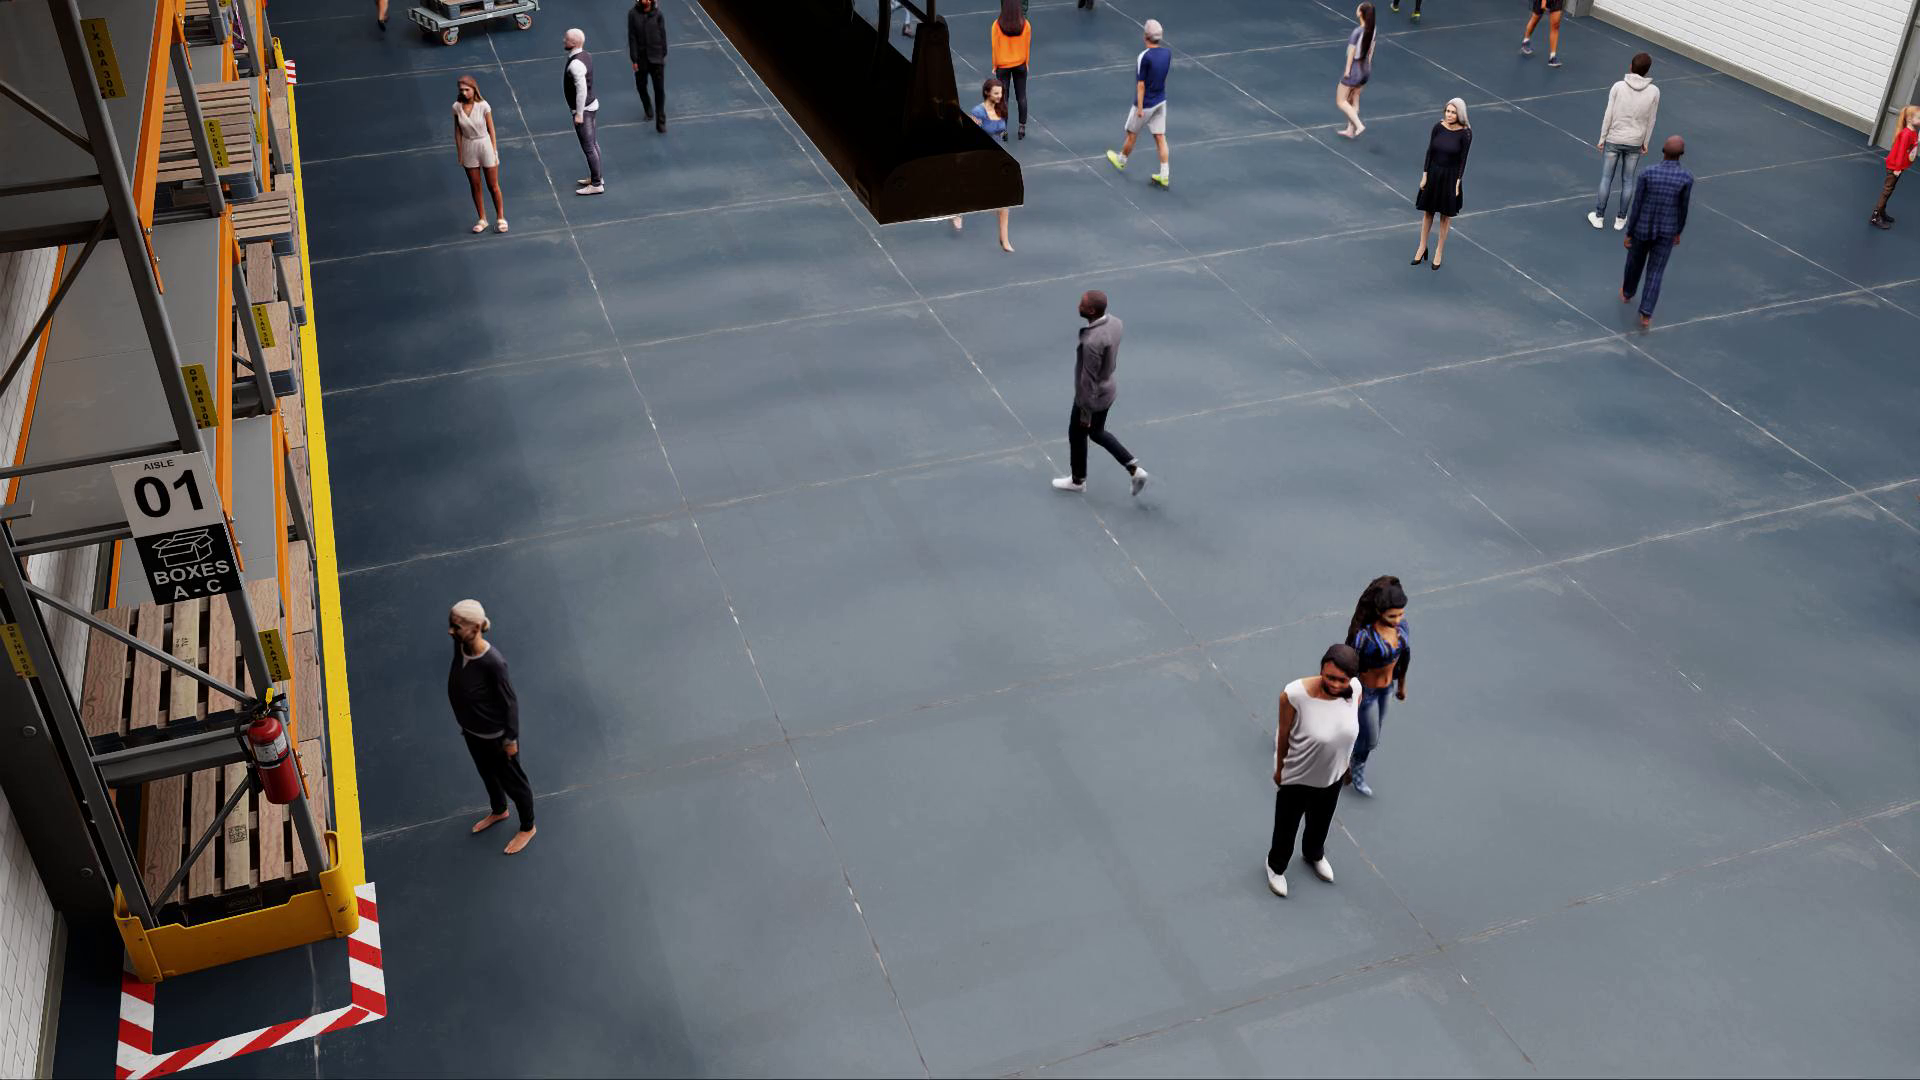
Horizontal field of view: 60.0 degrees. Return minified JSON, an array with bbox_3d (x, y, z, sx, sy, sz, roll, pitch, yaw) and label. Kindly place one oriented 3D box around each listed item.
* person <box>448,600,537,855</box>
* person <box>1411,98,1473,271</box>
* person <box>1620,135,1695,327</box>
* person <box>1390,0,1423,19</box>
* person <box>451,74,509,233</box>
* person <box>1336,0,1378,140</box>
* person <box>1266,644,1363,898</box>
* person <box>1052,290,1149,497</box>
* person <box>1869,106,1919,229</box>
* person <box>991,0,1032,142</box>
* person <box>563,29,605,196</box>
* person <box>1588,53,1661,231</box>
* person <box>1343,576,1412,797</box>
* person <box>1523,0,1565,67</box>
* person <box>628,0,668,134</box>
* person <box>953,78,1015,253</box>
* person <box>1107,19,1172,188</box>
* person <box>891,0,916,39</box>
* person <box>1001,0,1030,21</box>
[{"bbox_3d":[-2.753,1.063,9.712,0.643,1.726,0.750,22,40,30],"label":"person"},{"bbox_3d":[4.833,-3.577,16.675,0.674,1.747,0.757,21,39,28],"label":"person"},{"bbox_3d":[6.525,-2.860,15.571,1.111,1.775,1.237,11,35,16],"label":"person"},{"bbox_3d":[6.561,-8.292,23.975,0.737,1.518,1.090,-2,34,-3],"label":"person"},{"bbox_3d":[-5.053,-4.071,17.468,0.647,1.691,0.649,1,34,2],"label":"person"},{"bbox_3d":[4.748,-5.510,19.685,0.709,1.634,0.782,-23,40,-31],"label":"person"},{"bbox_3d":[2.019,1.271,9.435,0.651,1.686,0.607,-10,35,-15],"label":"person"},{"bbox_3d":[1.123,-1.078,12.872,1.154,1.795,1.083,16,37,22],"label":"person"},{"bbox_3d":[9.995,-3.991,17.718,0.613,1.281,0.576,22,39,29],"label":"person"},{"bbox_3d":[0.611,-5.614,19.737,0.662,1.749,0.619,-5,34,-7],"label":"person"},{"bbox_3d":[-4.153,-4.732,18.344,0.806,1.823,0.628,-3,34,-4],"label":"person"},{"bbox_3d":[6.993,-4.201,17.519,0.761,1.852,0.769,6,34,10],"label":"person"},{"bbox_3d":[2.440,0.873,10.099,0.729,1.614,0.763,-25,41,-32],"label":"person"},{"bbox_3d":[7.829,-7.271,22.260,0.846,1.717,1.274,-4,34,-6],"label":"person"},{"bbox_3d":[-3.798,-5.869,20.115,0.677,1.756,1.106,-8,35,-12],"label":"person"},{"bbox_3d":[0.222,-3.857,17.071,0.876,1.774,1.191,-23,40,-31],"label":"person"},{"bbox_3d":[2.174,-4.811,18.500,0.890,1.782,1.240,-22,40,-30],"label":"person"},{"bbox_3d":[-0.838,-7.900,23.214,0.761,1.707,0.889,-26,42,-34],"label":"person"},{"bbox_3d":[0.746,-7.651,22.717,0.735,1.843,0.737,3,34,4],"label":"person"}]
